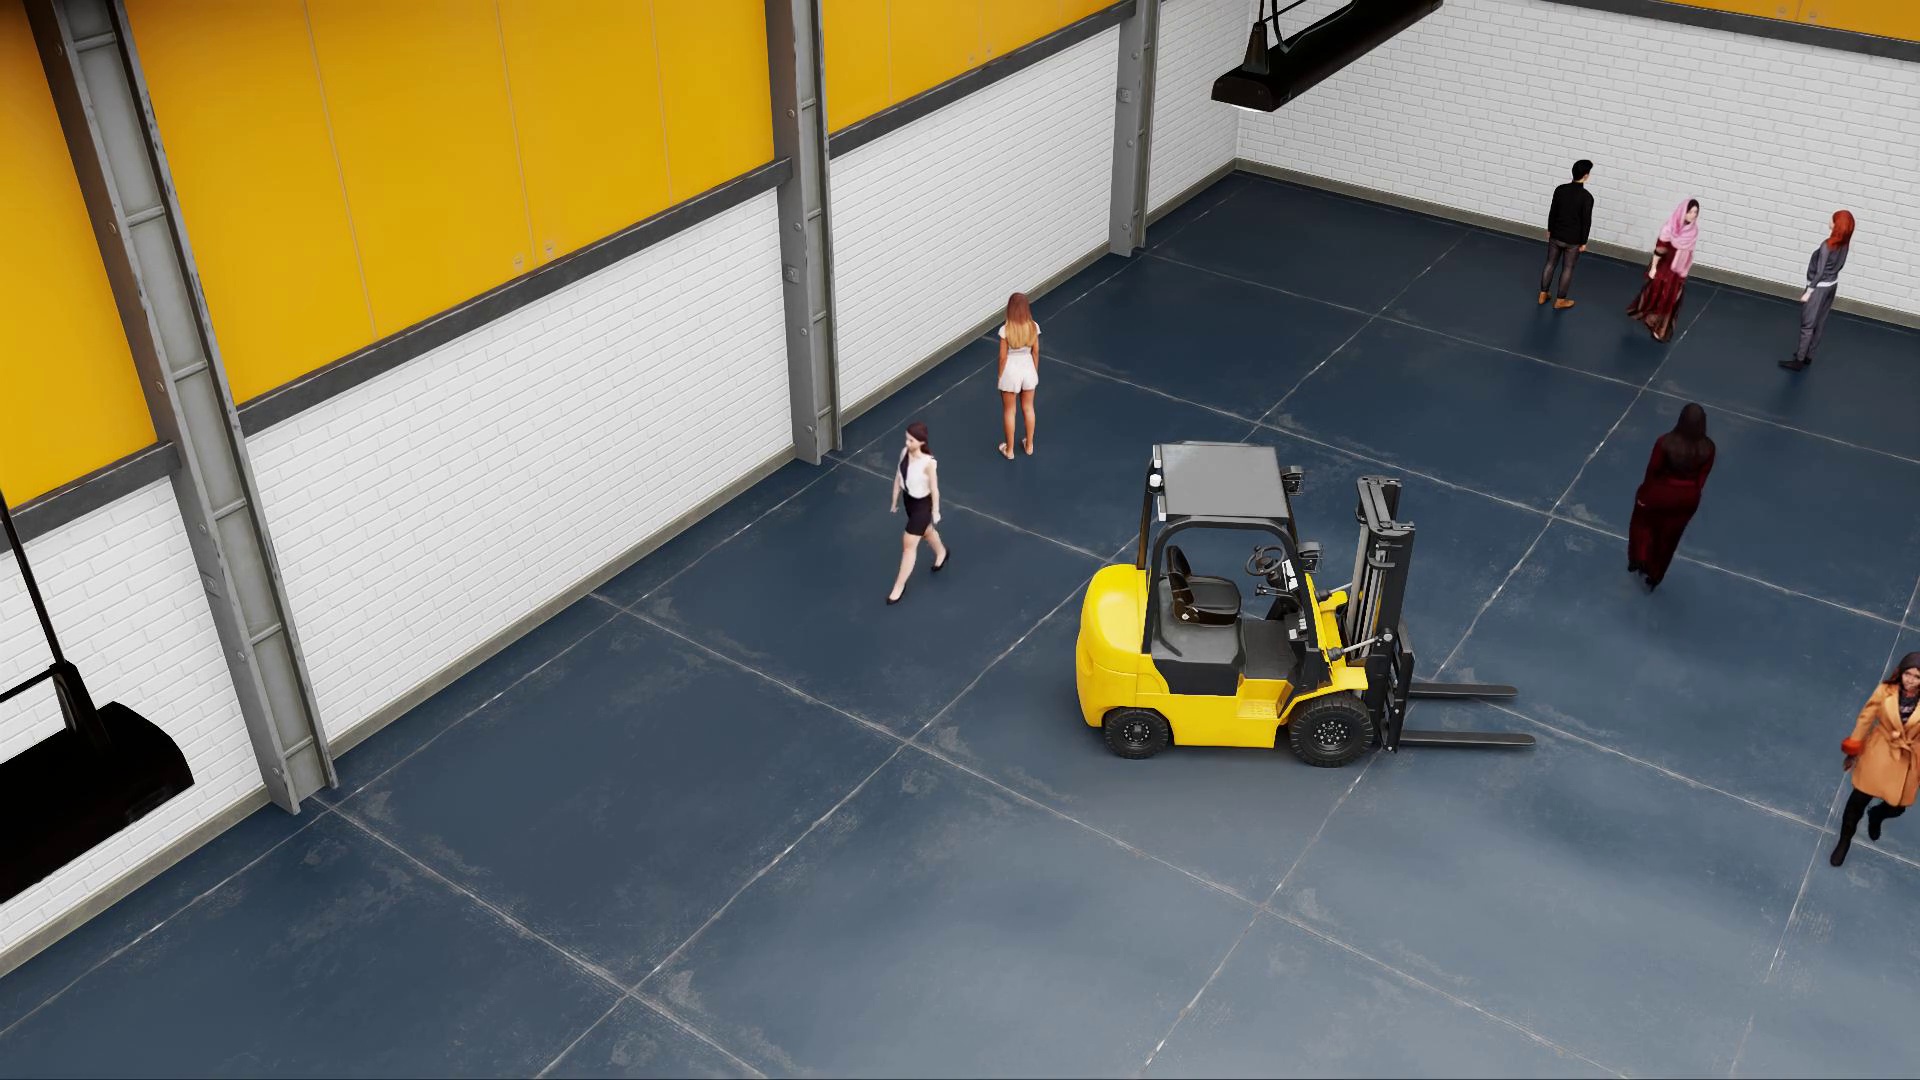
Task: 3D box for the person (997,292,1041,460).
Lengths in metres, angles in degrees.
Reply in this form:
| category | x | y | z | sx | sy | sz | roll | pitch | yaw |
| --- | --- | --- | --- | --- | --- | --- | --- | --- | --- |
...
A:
| category | x | y | z | sx | sy | sz | roll | pitch | yaw |
| --- | --- | --- | --- | --- | --- | --- | --- | --- | --- |
| person | 0.548 | -1.575 | 15.894 | 0.646 | 1.695 | 0.723 | -10 | 35 | -15 |

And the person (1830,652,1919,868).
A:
| category | x | y | z | sx | sy | sz | roll | pitch | yaw |
| --- | --- | --- | --- | --- | --- | --- | --- | --- | --- |
| person | 6.310 | 1.462 | 11.306 | 0.756 | 1.717 | 0.770 | 19 | 38 | 26 |

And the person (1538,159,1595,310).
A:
| category | x | y | z | sx | sy | sz | roll | pitch | yaw |
| --- | --- | --- | --- | --- | --- | --- | --- | --- | --- |
| person | 6.823 | -3.447 | 18.686 | 0.615 | 1.722 | 0.701 | -26 | 41 | -33 |

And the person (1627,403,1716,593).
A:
| category | x | y | z | sx | sy | sz | roll | pitch | yaw |
| --- | --- | --- | --- | --- | --- | --- | --- | --- | --- |
| person | 5.970 | -0.306 | 13.939 | 0.835 | 1.746 | 0.889 | 5 | 34 | 7 |

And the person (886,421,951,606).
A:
| category | x | y | z | sx | sy | sz | roll | pitch | yaw |
| --- | --- | --- | --- | --- | --- | --- | --- | --- | --- |
| person | -0.302 | -0.288 | 14.050 | 1.096 | 1.594 | 0.709 | -28 | 43 | -36 |

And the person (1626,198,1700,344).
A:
| category | x | y | z | sx | sy | sz | roll | pitch | yaw |
| --- | --- | --- | --- | --- | --- | --- | --- | --- | --- |
| person | 7.654 | -2.971 | 18.055 | 0.941 | 1.627 | 1.014 | -4 | 34 | -5 |

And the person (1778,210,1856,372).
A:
| category | x | y | z | sx | sy | sz | roll | pitch | yaw |
| --- | --- | --- | --- | --- | --- | --- | --- | --- | --- |
| person | 8.995 | -2.614 | 17.381 | 0.560 | 1.779 | 0.707 | -20 | 39 | -28 |
